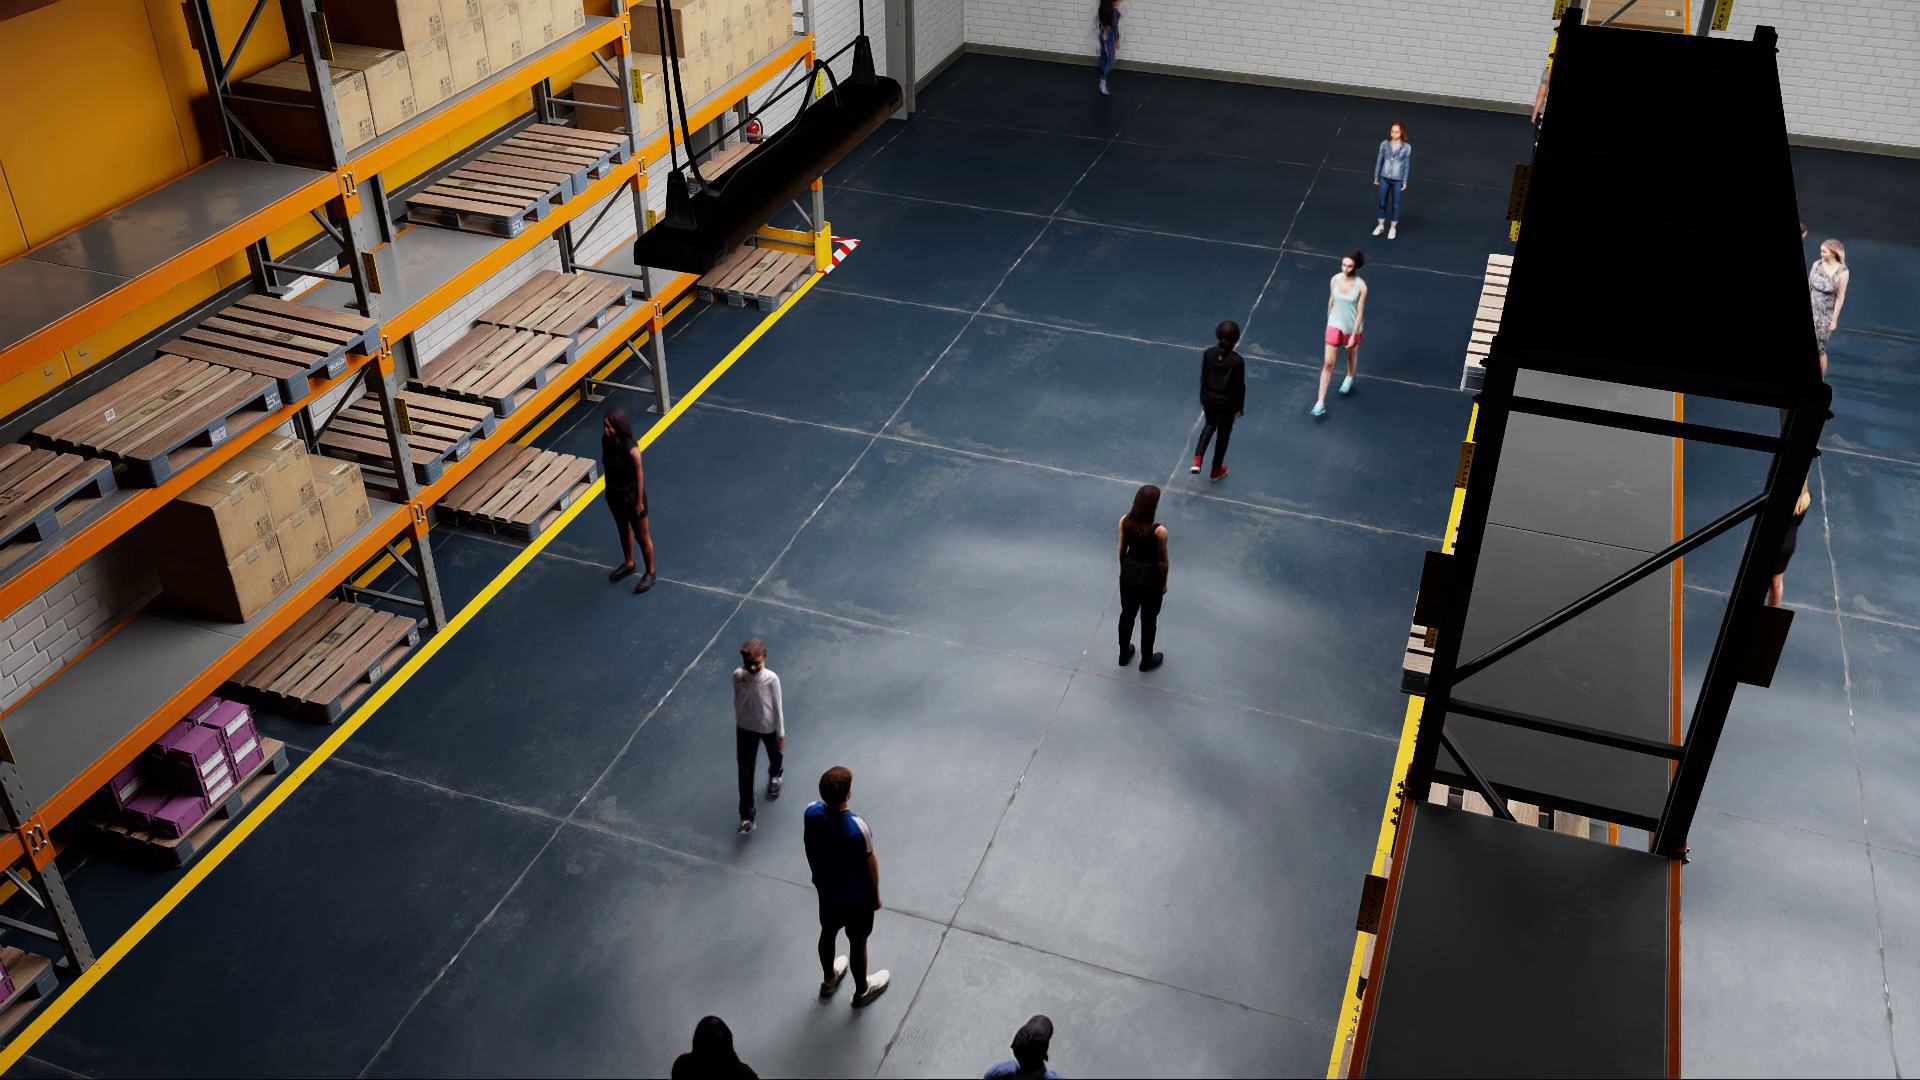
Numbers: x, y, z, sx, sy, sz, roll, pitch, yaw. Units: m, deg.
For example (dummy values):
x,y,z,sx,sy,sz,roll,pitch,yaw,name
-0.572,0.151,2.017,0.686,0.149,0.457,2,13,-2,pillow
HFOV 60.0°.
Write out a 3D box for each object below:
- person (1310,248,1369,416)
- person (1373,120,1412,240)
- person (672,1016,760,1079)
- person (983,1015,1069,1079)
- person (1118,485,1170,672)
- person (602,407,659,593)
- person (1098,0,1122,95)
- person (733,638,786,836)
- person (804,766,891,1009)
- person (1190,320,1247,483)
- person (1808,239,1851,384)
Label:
x,y,z,sx,sy,sz,roll,pitch,yaw,name
3.958,-2.159,16.979,0.735,1.716,1.240,21,39,28,person
5.394,-4.509,20.731,0.590,1.476,0.543,16,37,22,person
-1.287,3.249,8.827,0.736,1.733,0.914,7,34,11,person
0.365,3.196,8.766,0.673,1.888,0.587,8,34,12,person
1.450,0.307,13.296,0.635,1.687,0.619,20,38,27,person
-2.854,-0.364,14.255,0.653,1.741,0.606,23,40,30,person
2.232,-7.648,25.329,0.802,1.615,0.713,-20,38,-27,person
-1.418,1.289,11.971,0.719,1.517,1.124,3,34,5,person
-0.736,2.150,10.361,0.676,1.865,0.612,16,37,23,person
2.423,-1.269,15.683,0.710,1.668,0.801,22,40,30,person
8.949,-2.337,17.286,0.746,1.672,0.693,-24,40,-31,person
